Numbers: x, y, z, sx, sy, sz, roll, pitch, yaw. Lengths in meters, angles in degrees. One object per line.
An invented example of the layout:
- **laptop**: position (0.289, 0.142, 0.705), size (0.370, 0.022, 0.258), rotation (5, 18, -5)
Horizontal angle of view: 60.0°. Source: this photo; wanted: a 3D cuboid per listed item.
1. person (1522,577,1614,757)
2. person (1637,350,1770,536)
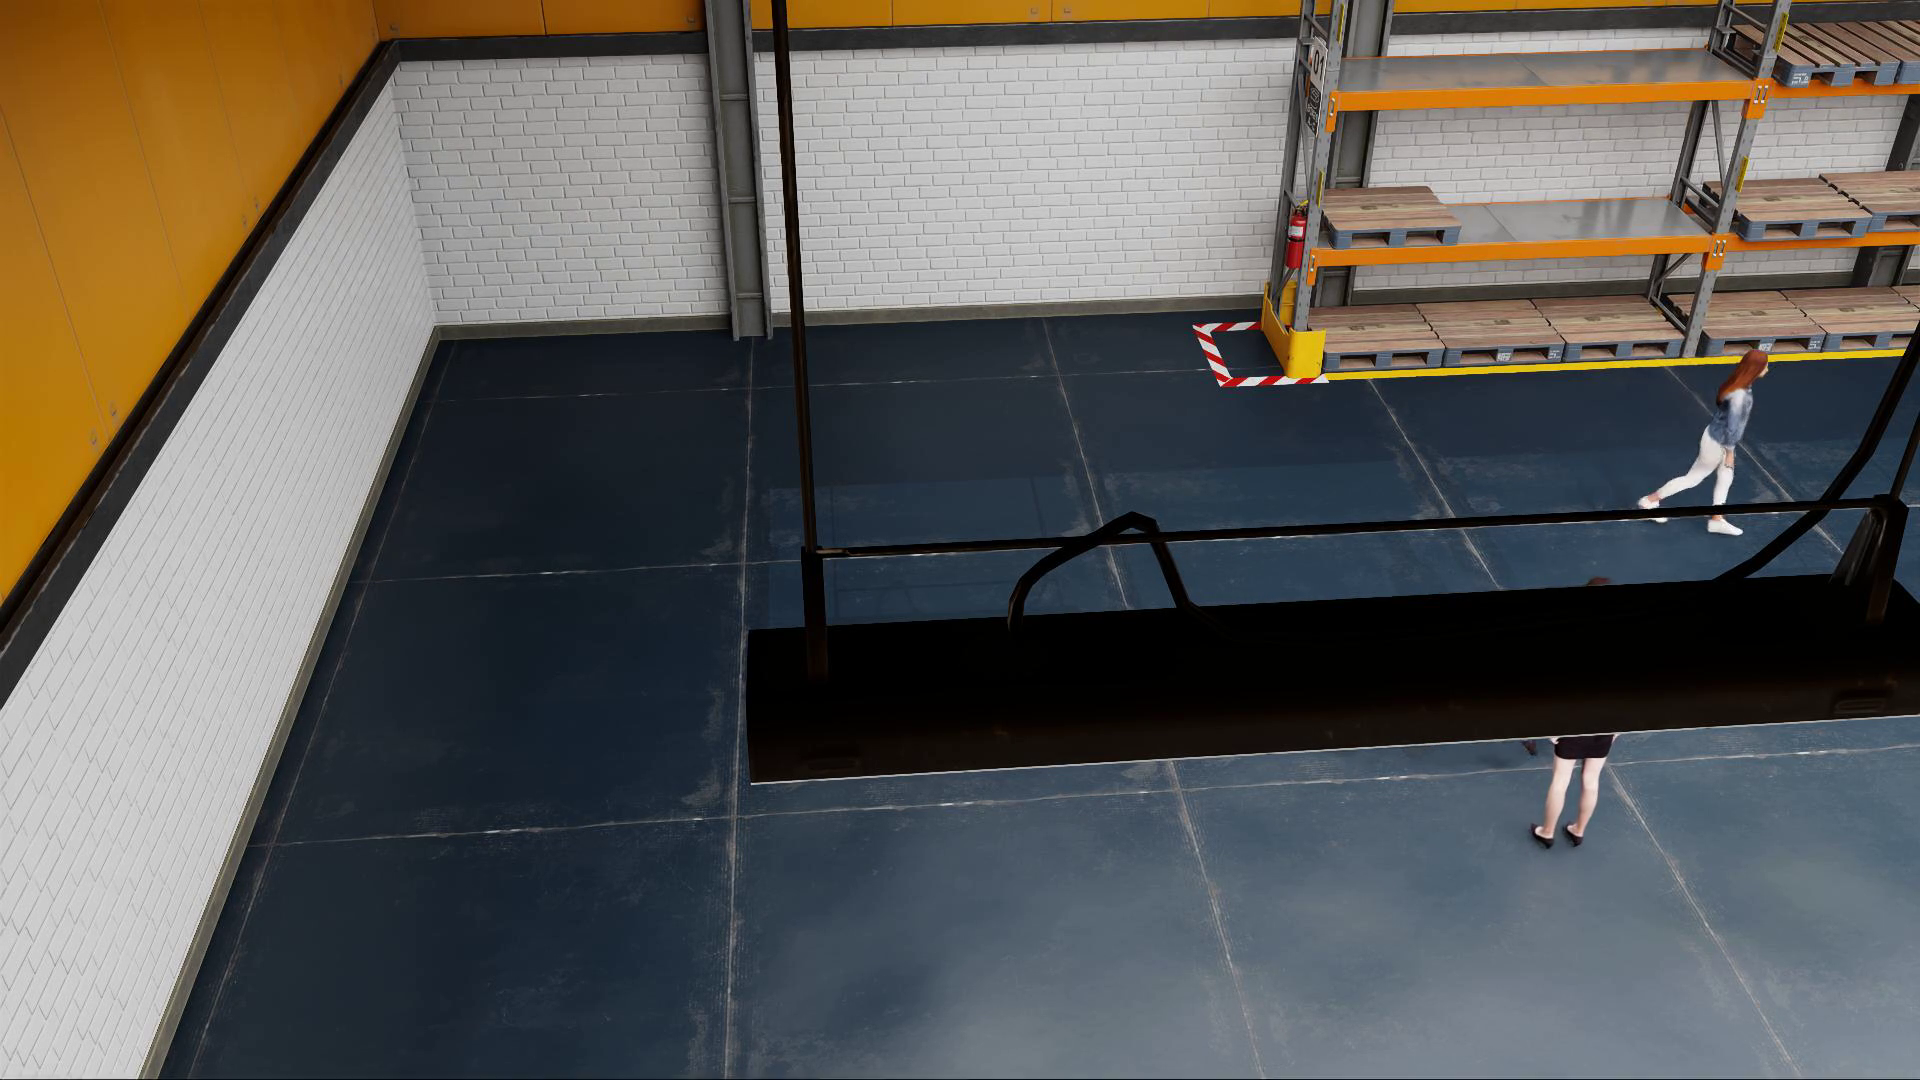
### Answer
- **person**: position (4.096, 0.892, 11.171), size (0.798, 1.463, 0.649), rotation (1, 34, 2)
- **person**: position (6.062, -0.793, 13.525), size (1.143, 1.664, 0.988), rotation (18, 38, 25)
